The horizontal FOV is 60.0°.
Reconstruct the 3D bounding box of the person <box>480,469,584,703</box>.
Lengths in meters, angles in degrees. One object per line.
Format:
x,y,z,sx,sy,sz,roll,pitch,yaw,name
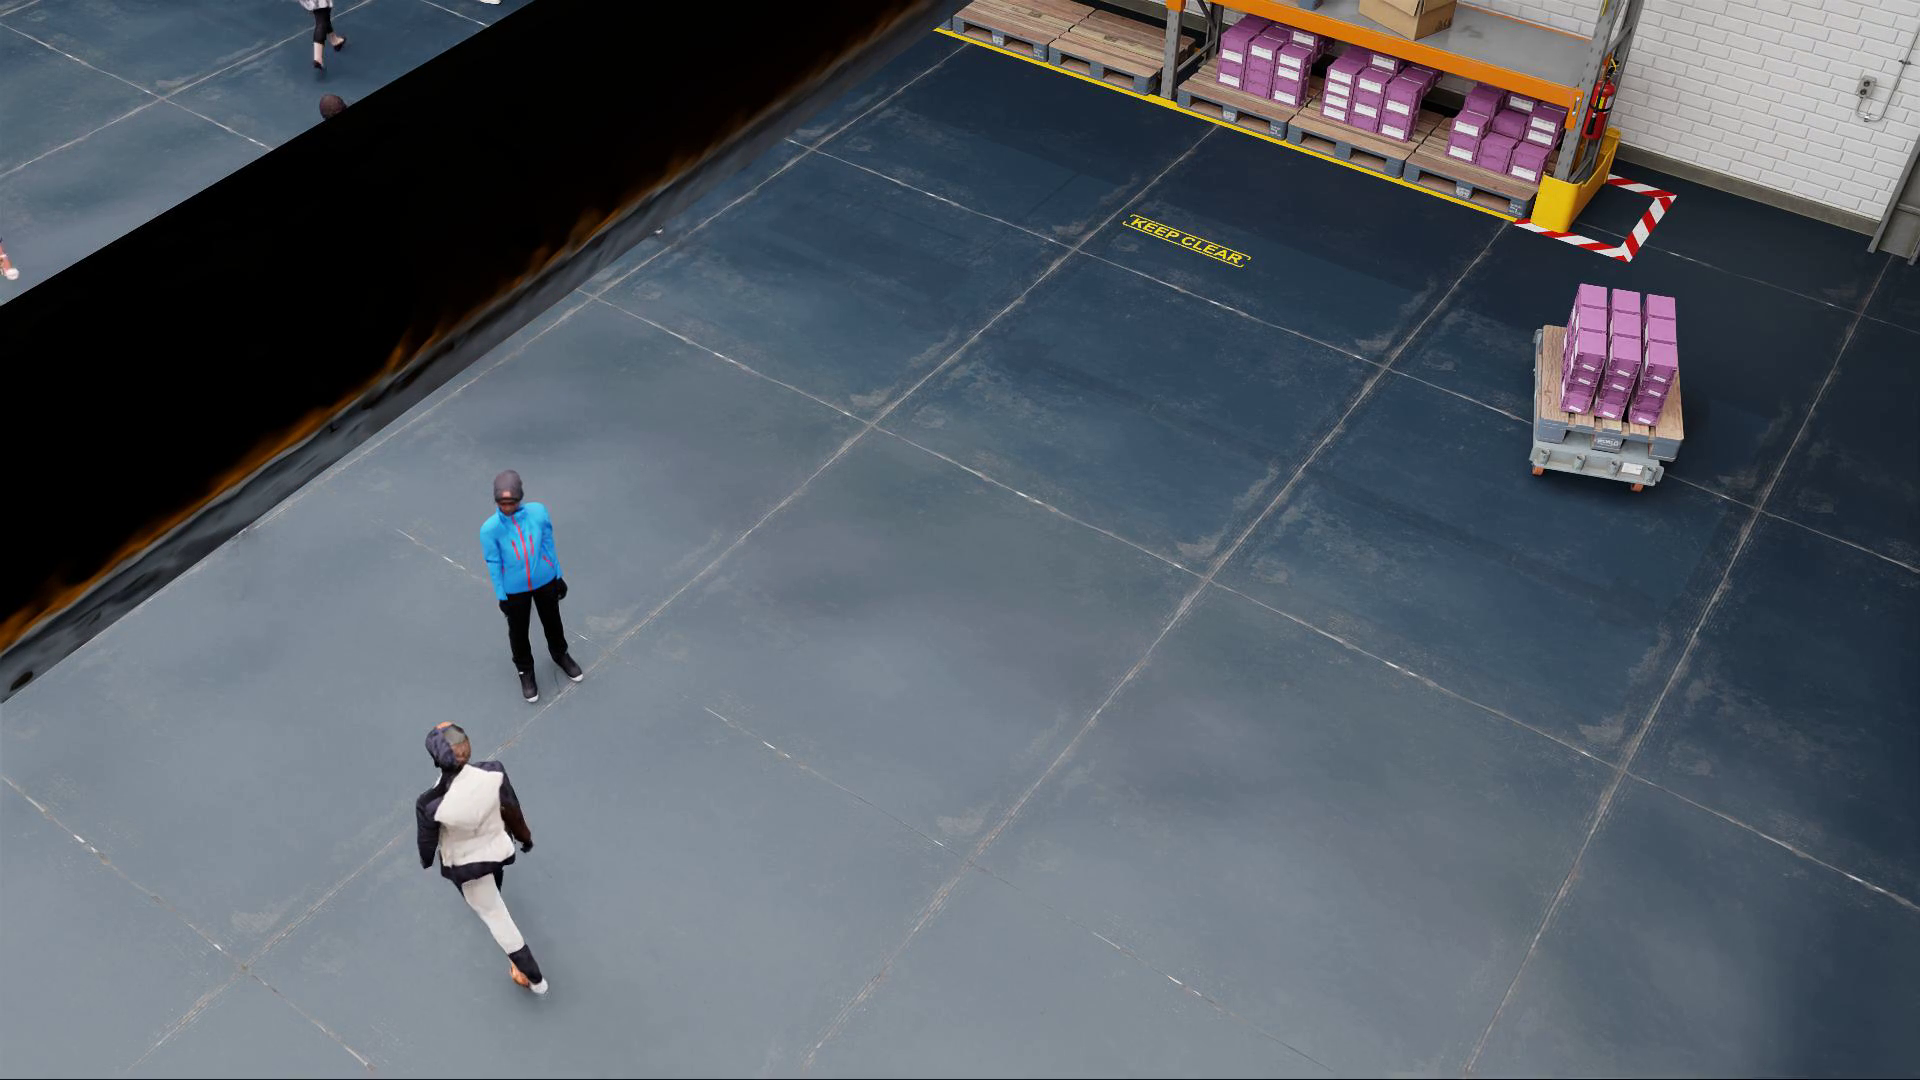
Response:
-2.749,0.250,10.558,0.687,1.798,0.670,-24,49,-23,person

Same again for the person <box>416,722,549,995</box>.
-2.547,1.750,8.946,1.225,1.851,0.804,33,53,30,person

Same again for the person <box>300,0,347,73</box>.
-6.547,-5.519,16.754,1.126,1.606,1.036,4,44,4,person
